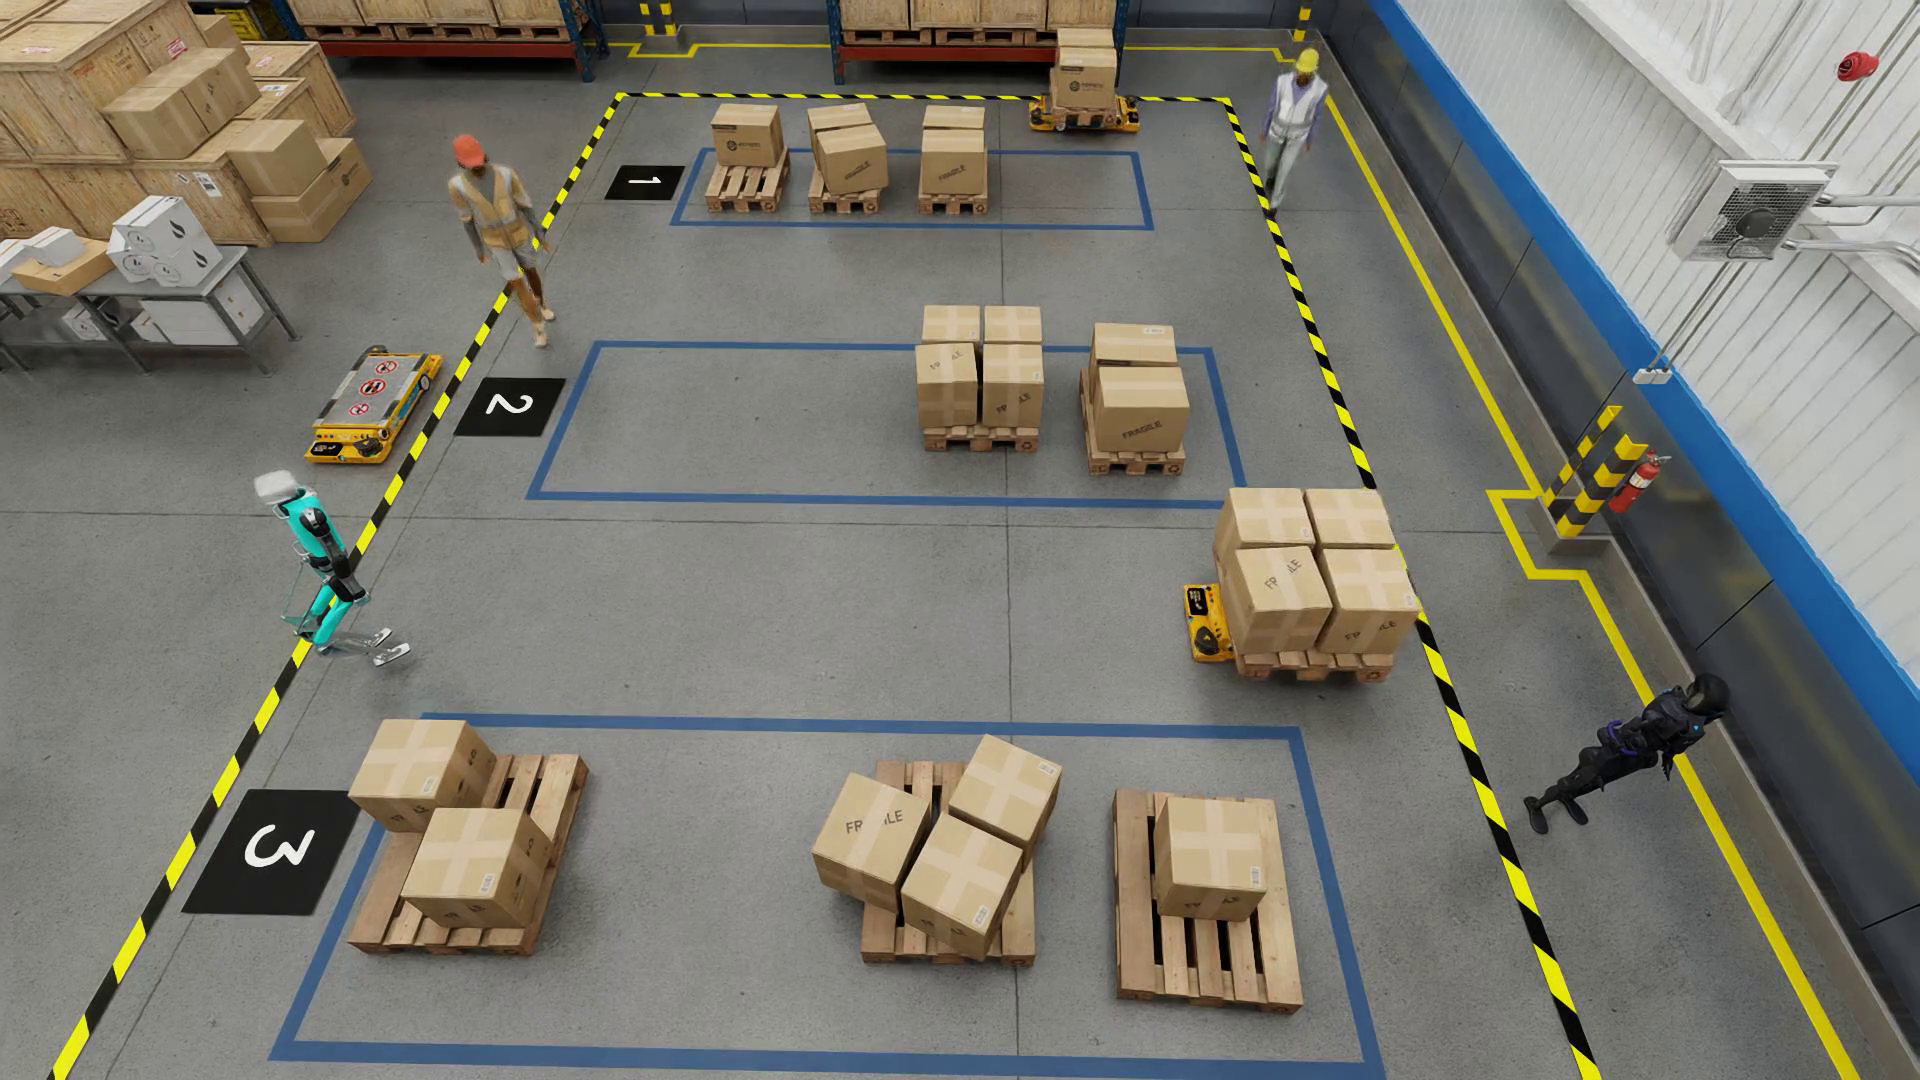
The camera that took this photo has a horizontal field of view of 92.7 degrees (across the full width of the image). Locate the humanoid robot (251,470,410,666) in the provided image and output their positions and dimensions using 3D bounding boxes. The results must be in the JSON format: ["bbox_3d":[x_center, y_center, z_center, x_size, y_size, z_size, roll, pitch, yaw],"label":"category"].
[{"bbox_3d":[-4.295,0.306,6.061,0.533,1.672,0.735,34,57,25],"label":"humanoid robot"}]

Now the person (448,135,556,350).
[{"bbox_3d":[-4.208,-2.781,8.587,0.651,2.010,0.858,-24,54,-19],"label":"person"}]

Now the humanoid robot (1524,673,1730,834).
[{"bbox_3d":[3.925,1.261,5.367,0.599,1.657,0.315,-7,50,-6],"label":"humanoid robot"}]

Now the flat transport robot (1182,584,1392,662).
[{"bbox_3d":[2.436,0.590,6.849,1.431,0.197,0.652,1,50,1],"label":"flat transport robot"}]

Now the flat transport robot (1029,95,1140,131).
[{"bbox_3d":[1.641,-5.680,12.155,1.431,0.197,0.652,1,50,1],"label":"flat transport robot"}]

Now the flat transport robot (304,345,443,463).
[{"bbox_3d":[-5.383,-1.269,8.441,0.659,0.231,1.431,1,50,1],"label":"flat transport robot"}]

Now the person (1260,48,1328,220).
[{"bbox_3d":[3.676,-4.580,10.236,0.599,1.811,0.701,20,53,16],"label":"person"}]
